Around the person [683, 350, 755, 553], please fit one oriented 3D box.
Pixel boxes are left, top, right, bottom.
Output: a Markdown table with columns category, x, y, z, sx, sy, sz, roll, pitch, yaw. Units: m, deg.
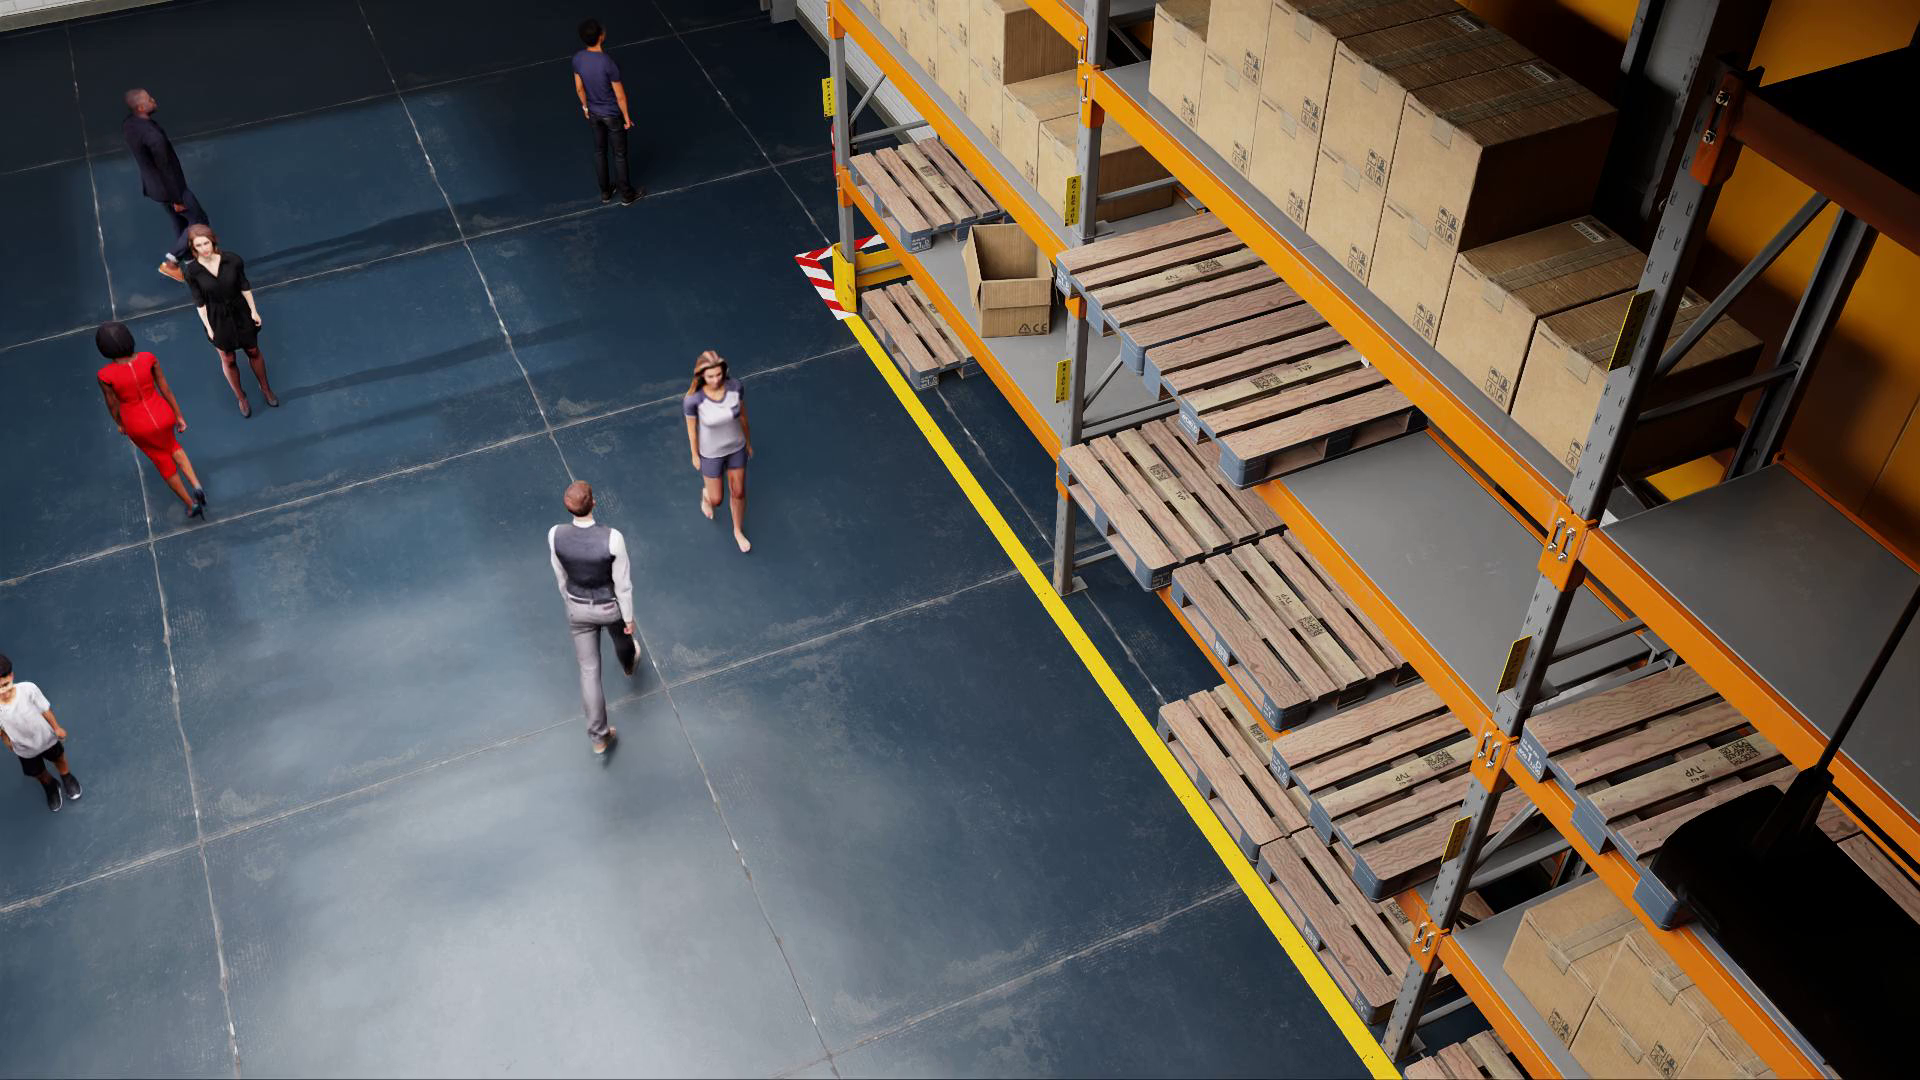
| category | x | y | z | sx | sy | sz | roll | pitch | yaw |
| --- | --- | --- | --- | --- | --- | --- | --- | --- | --- |
| person | -1.708 | -0.681 | 11.763 | 0.600 | 1.719 | 0.763 | -20 | 47 | -19 |

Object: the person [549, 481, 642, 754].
| category | x | y | z | sx | sy | sz | roll | pitch | yaw |
| --- | --- | --- | --- | --- | --- | --- | --- | --- | --- |
| person | -2.295 | 0.494 | 10.403 | 1.060 | 1.893 | 1.369 | 1 | 44 | 2 |

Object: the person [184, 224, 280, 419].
| category | x | y | z | sx | sy | sz | roll | pitch | yaw |
| --- | --- | --- | --- | --- | --- | --- | --- | --- | --- |
| person | -5.644 | -1.709 | 12.851 | 0.616 | 1.706 | 0.548 | -25 | 49 | -24 |

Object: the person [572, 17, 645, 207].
| category | x | y | z | sx | sy | sz | roll | pitch | yaw |
| --- | --- | --- | --- | --- | --- | --- | --- | --- | --- |
| person | -3.217 | -3.870 | 15.054 | 0.704 | 1.797 | 0.761 | 14 | 45 | 14 |

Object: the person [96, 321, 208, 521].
| category | x | y | z | sx | sy | sz | roll | pitch | yaw |
| --- | --- | --- | --- | --- | --- | --- | --- | --- | --- |
| person | -5.719 | -0.771 | 11.850 | 0.739 | 1.729 | 0.678 | 33 | 53 | 30 |

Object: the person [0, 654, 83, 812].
| category | x | y | z | sx | sy | sz | roll | pitch | yaw |
| --- | --- | --- | --- | --- | --- | --- | --- | --- | --- |
| person | -5.721 | 1.124 | 10.210 | 0.522 | 1.247 | 0.528 | -26 | 50 | -25 |

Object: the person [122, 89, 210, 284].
| category | x | y | z | sx | sy | sz | roll | pitch | yaw |
| --- | --- | --- | --- | --- | --- | --- | --- | --- | --- |
| person | -6.794 | -2.955 | 14.086 | 0.896 | 1.807 | 0.848 | -35 | 53 | -31 |
